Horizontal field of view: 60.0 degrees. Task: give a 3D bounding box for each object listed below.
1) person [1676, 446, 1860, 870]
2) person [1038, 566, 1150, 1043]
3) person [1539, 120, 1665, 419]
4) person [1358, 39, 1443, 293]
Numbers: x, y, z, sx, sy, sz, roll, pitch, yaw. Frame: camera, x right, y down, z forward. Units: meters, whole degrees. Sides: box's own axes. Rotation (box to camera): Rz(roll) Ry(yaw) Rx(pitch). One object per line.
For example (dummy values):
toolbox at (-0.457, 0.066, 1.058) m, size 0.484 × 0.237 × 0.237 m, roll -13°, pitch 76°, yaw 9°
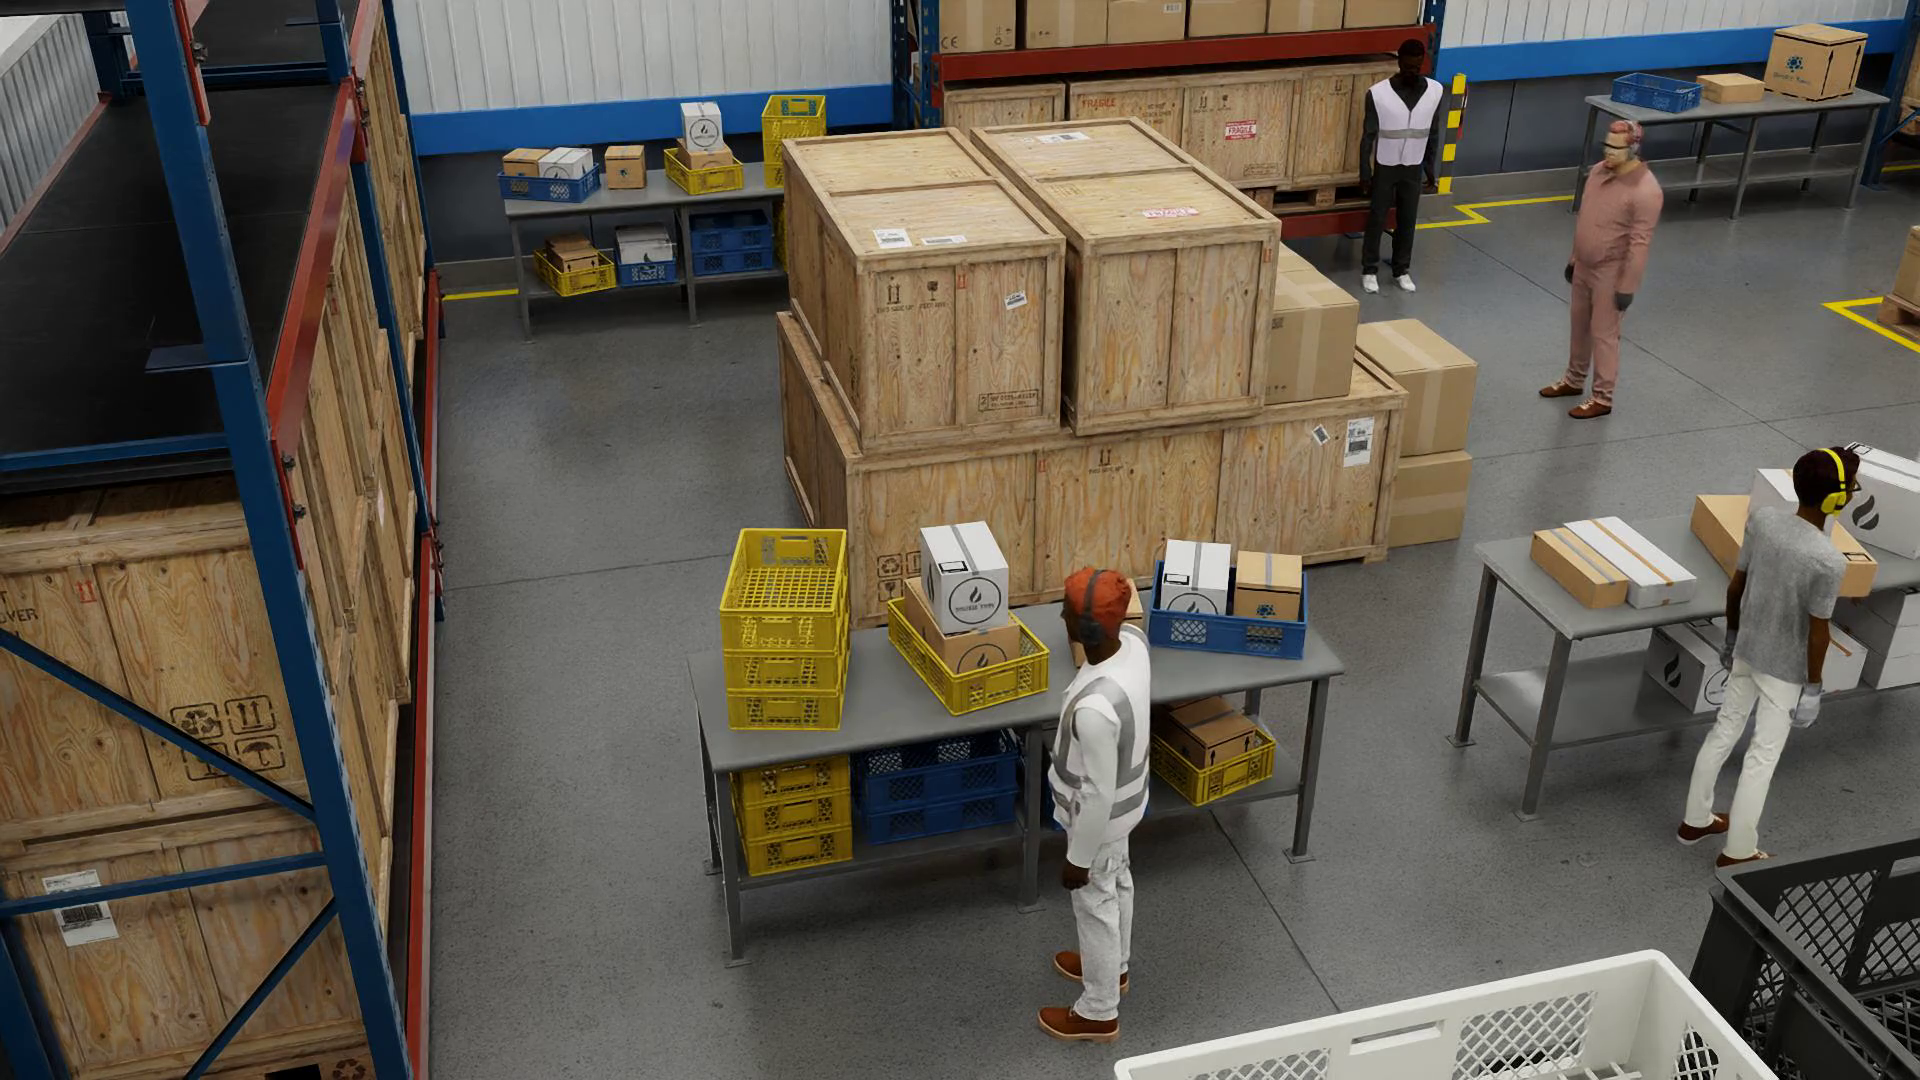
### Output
person at (3.209, 0.484, 6.562) m, size 0.327 × 1.874 × 0.519 m, roll -9°, pitch 30°, yaw -16°
person at (0.474, 0.925, 5.748) m, size 0.338 × 1.882 × 0.583 m, roll 8°, pitch 30°, yaw 14°
person at (4.059, -1.708, 10.520) m, size 0.399 × 1.900 × 0.653 m, roll -6°, pitch 29°, yaw -11°
person at (3.277, -2.806, 12.503) m, size 0.599 × 1.907 × 0.403 m, roll -4°, pitch 29°, yaw -8°
